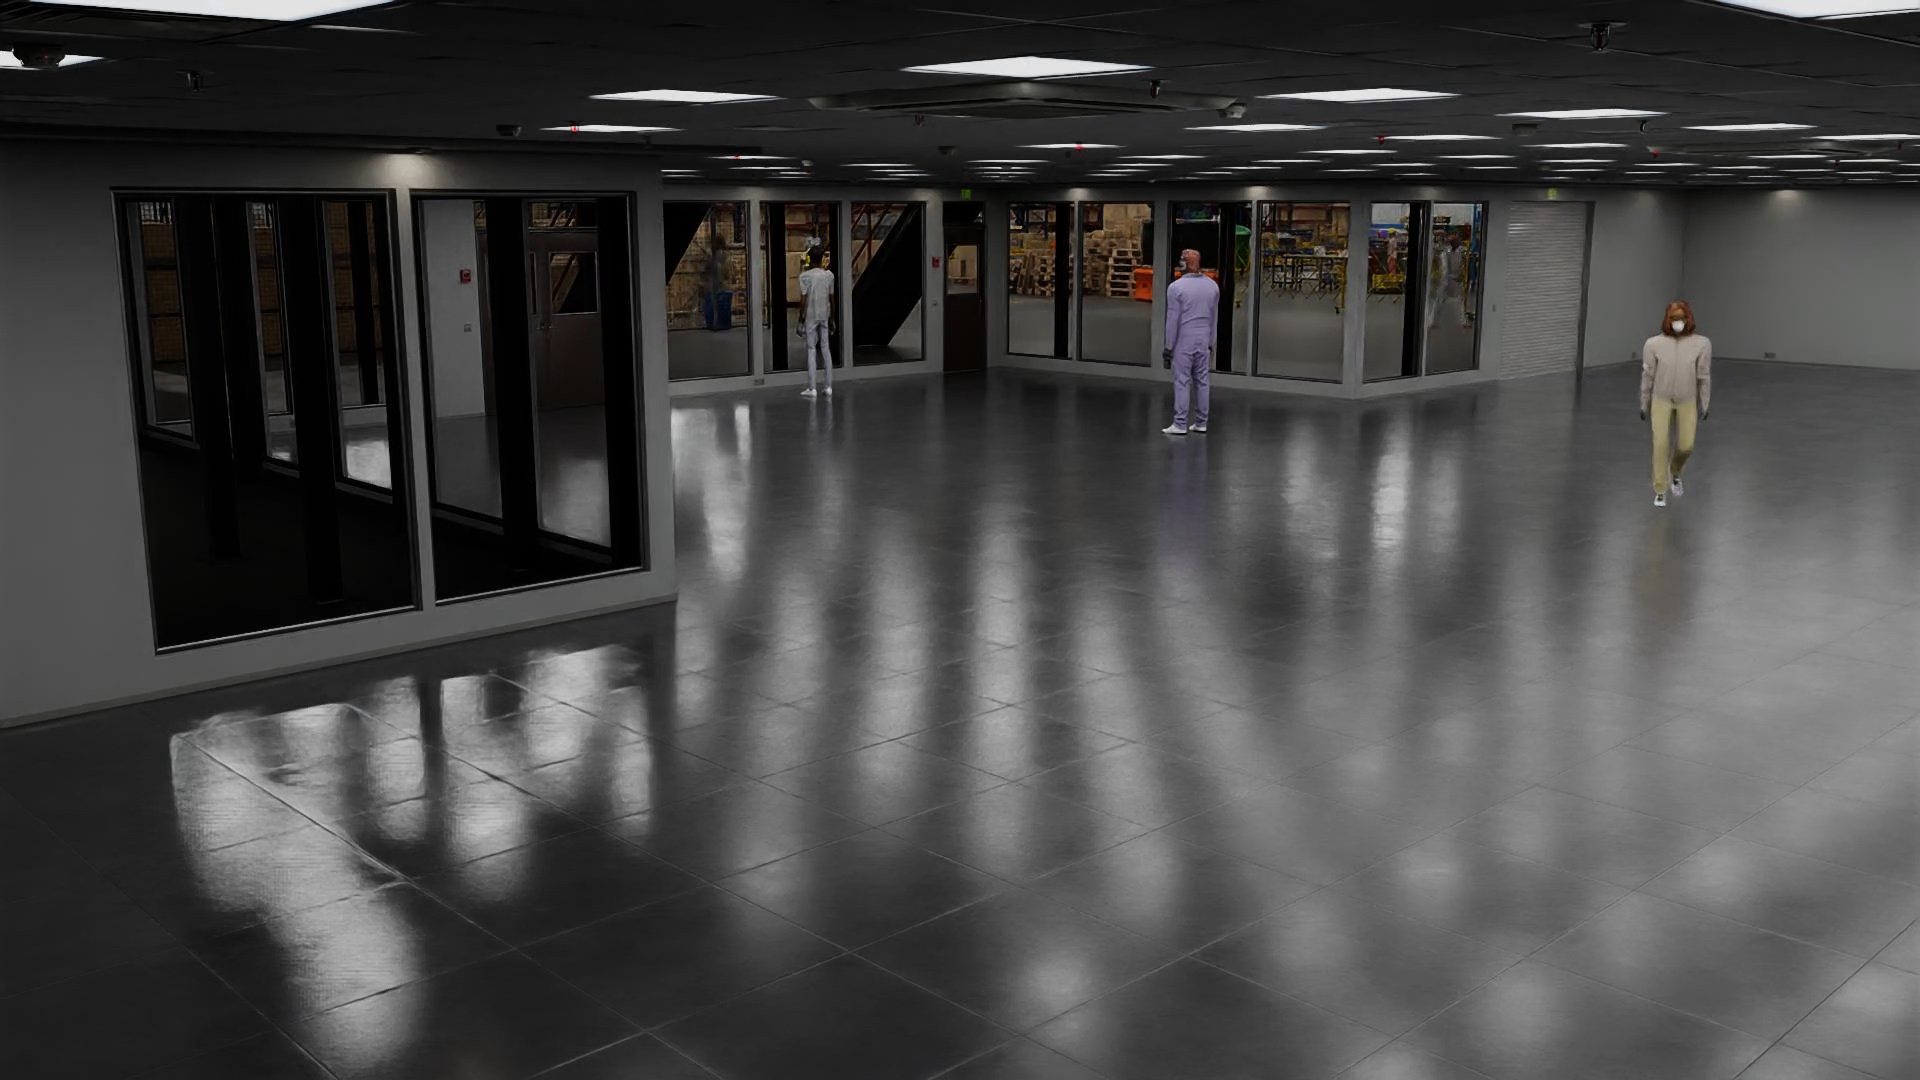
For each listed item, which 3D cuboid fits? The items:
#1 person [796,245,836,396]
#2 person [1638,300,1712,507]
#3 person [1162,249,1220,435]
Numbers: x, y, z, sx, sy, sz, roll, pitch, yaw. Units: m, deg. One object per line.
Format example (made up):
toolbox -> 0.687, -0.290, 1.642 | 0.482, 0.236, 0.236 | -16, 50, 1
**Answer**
person -> -1.795, -2.718, 20.679 | 0.533, 1.870, 0.315 | -7, 13, -32
person -> 5.569, -1.059, 12.991 | 0.518, 1.617, 0.366 | 4, 12, 19
person -> 2.356, -2.039, 17.174 | 0.643, 1.912, 0.410 | -7, 13, -32
